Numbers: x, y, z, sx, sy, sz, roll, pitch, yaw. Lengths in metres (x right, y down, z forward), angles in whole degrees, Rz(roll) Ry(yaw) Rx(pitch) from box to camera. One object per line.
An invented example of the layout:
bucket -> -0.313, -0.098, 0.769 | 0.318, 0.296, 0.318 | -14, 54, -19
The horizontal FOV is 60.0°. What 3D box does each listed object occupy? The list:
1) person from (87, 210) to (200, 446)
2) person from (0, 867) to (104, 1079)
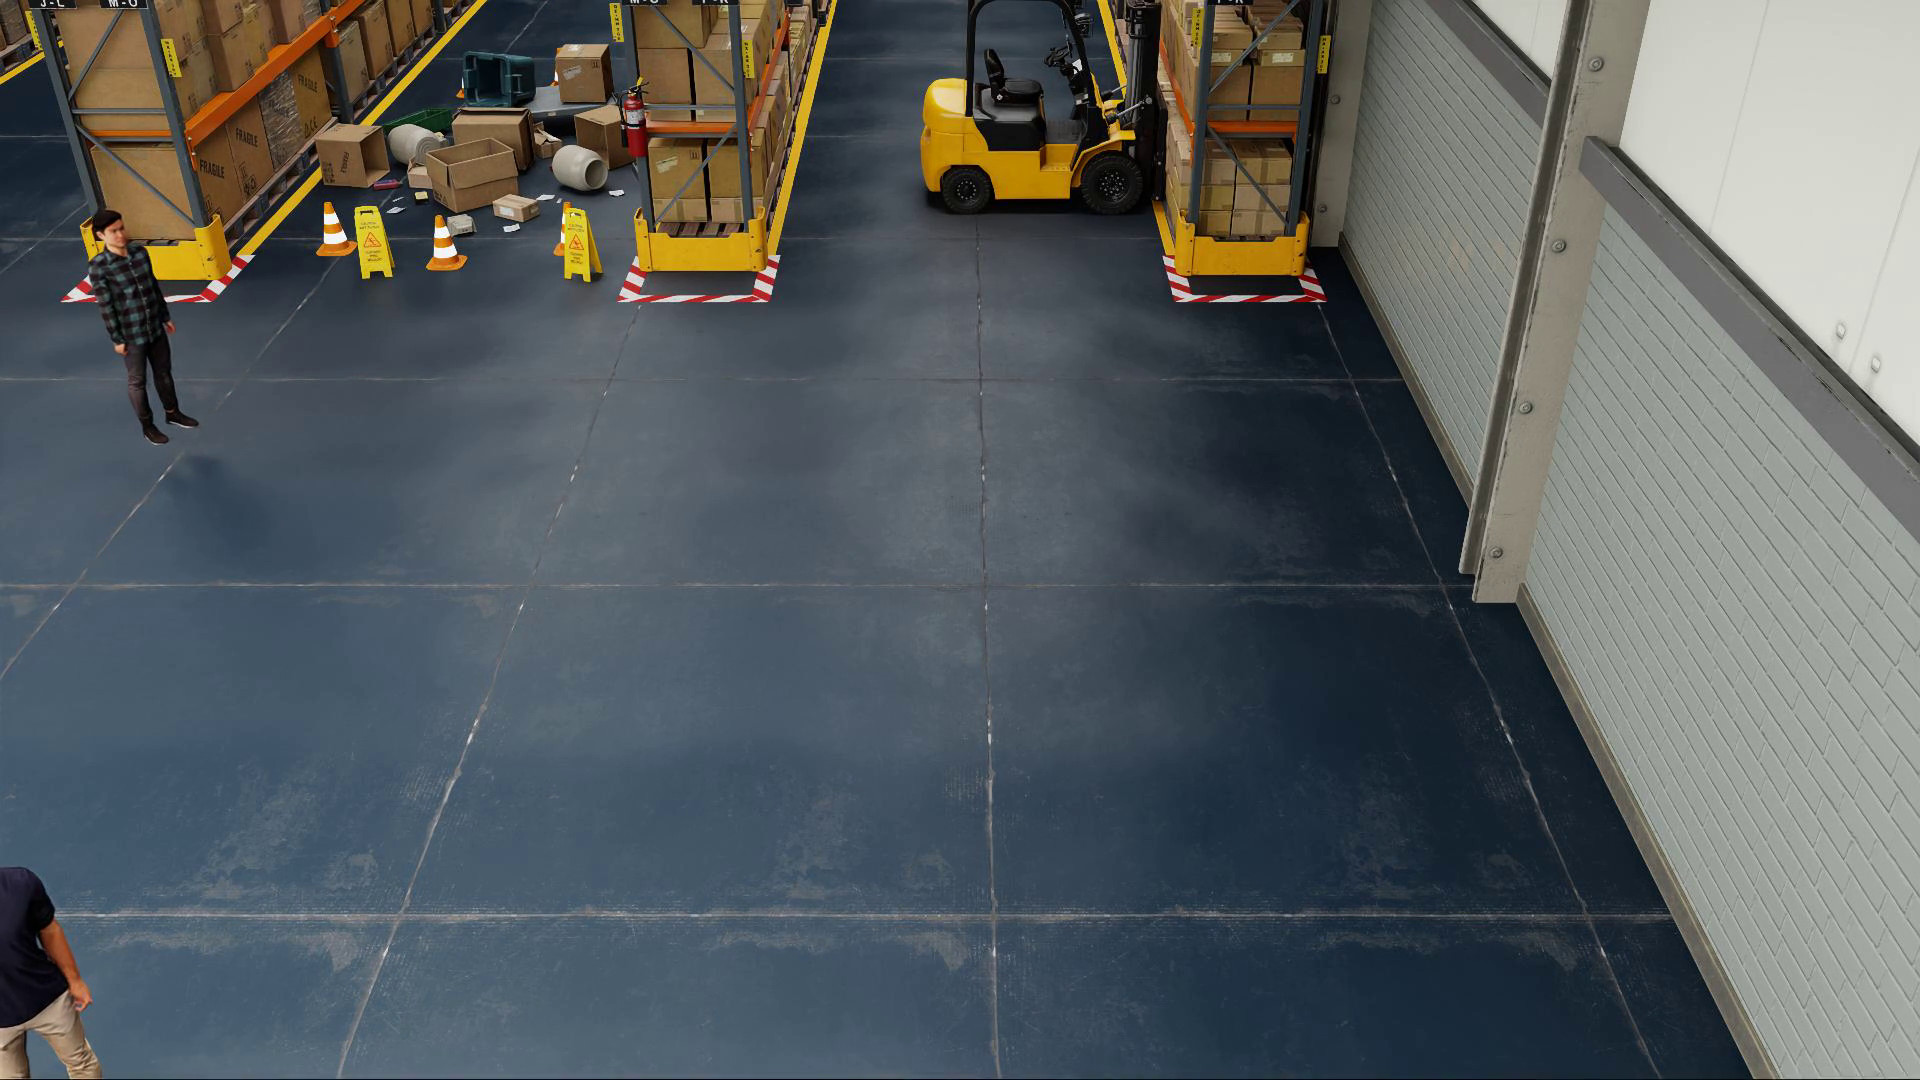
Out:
person -> -5.846, -1.540, 11.843 | 0.782, 1.714, 0.656 | 15, 35, 22
person -> -3.808, 1.858, 6.719 | 0.719, 1.858, 0.725 | -20, 37, -29
